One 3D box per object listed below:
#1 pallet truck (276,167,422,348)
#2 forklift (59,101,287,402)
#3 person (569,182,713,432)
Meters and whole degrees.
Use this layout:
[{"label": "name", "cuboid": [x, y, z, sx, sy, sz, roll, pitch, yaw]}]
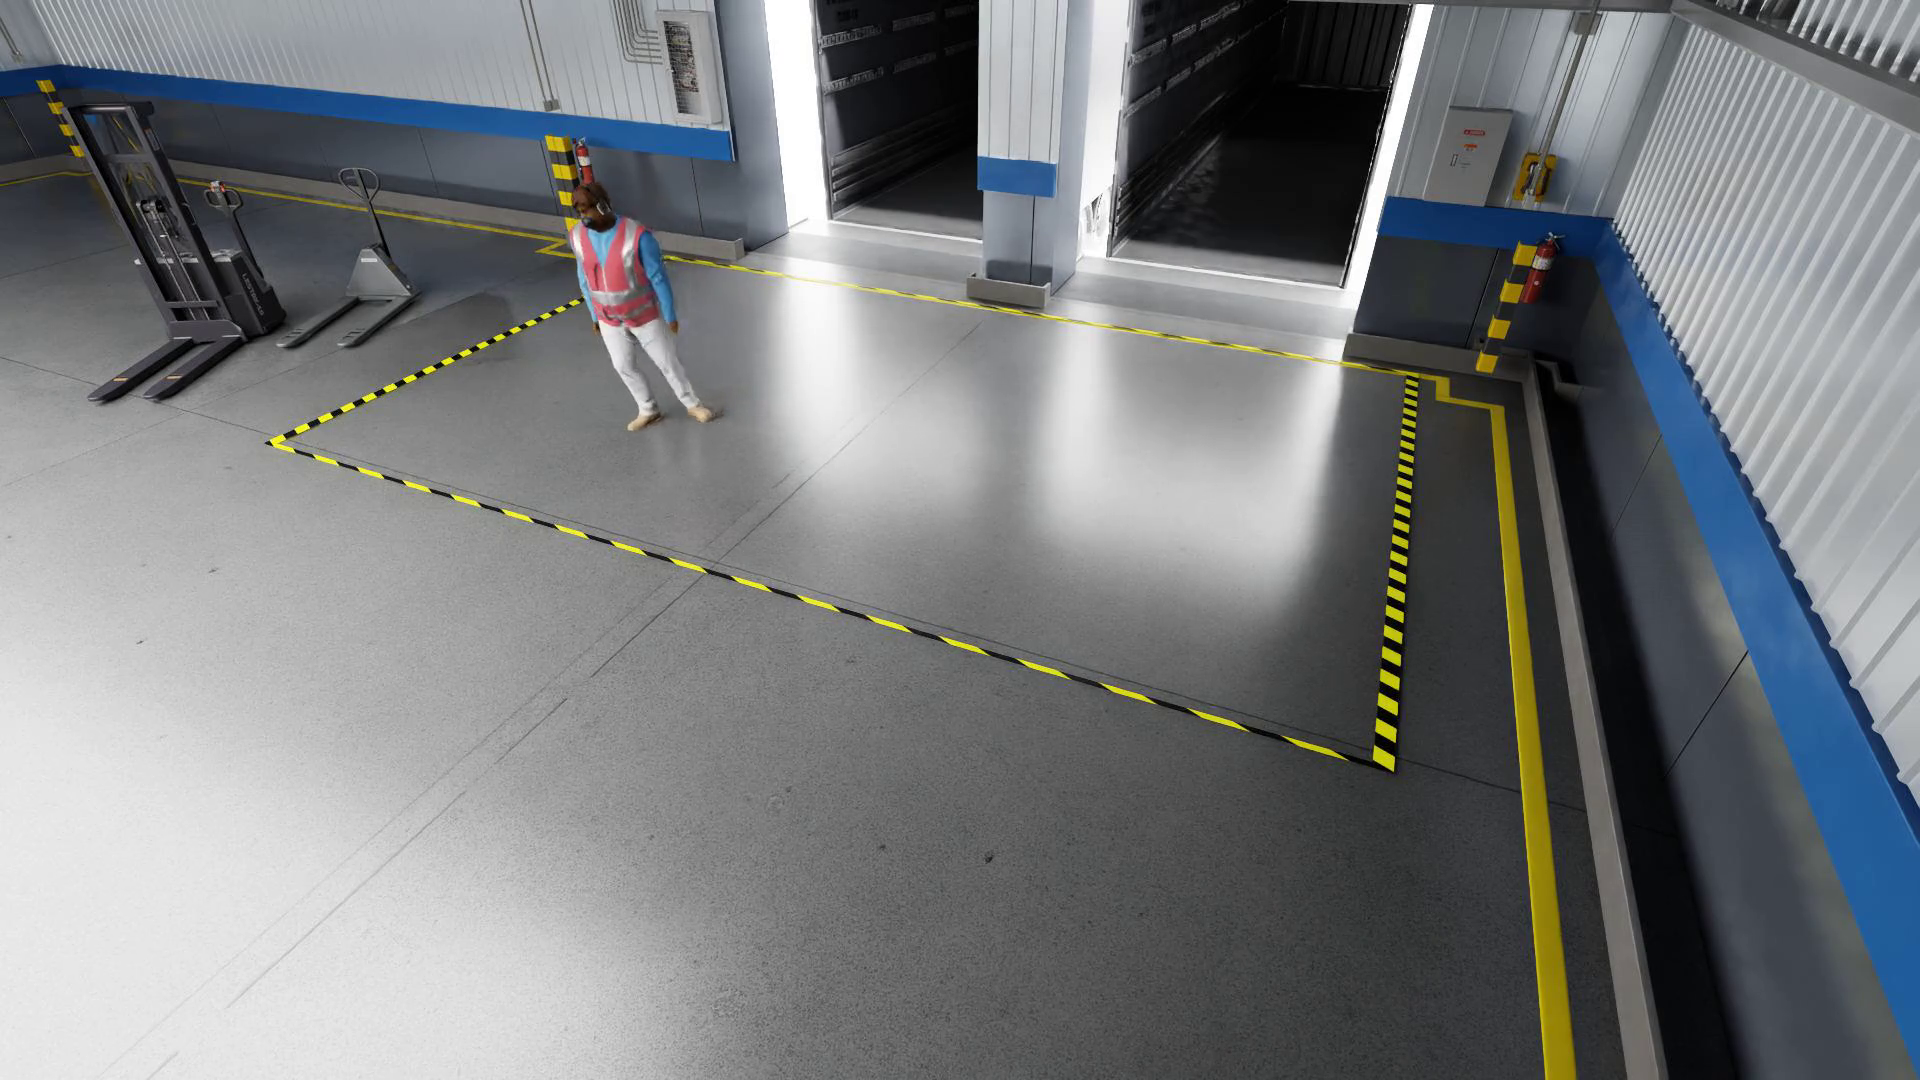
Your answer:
[{"label": "pallet truck", "cuboid": [-5.732, -2.611, 8.414, 0.680, 1.201, 1.601, -1, 35, -1]}, {"label": "forklift", "cuboid": [-6.686, -2.387, 7.434, 0.823, 1.965, 1.885, -3, 35, -5]}, {"label": "person", "cuboid": [-2.279, -1.609, 6.504, 0.753, 1.805, 0.514, 5, 35, 7]}]
